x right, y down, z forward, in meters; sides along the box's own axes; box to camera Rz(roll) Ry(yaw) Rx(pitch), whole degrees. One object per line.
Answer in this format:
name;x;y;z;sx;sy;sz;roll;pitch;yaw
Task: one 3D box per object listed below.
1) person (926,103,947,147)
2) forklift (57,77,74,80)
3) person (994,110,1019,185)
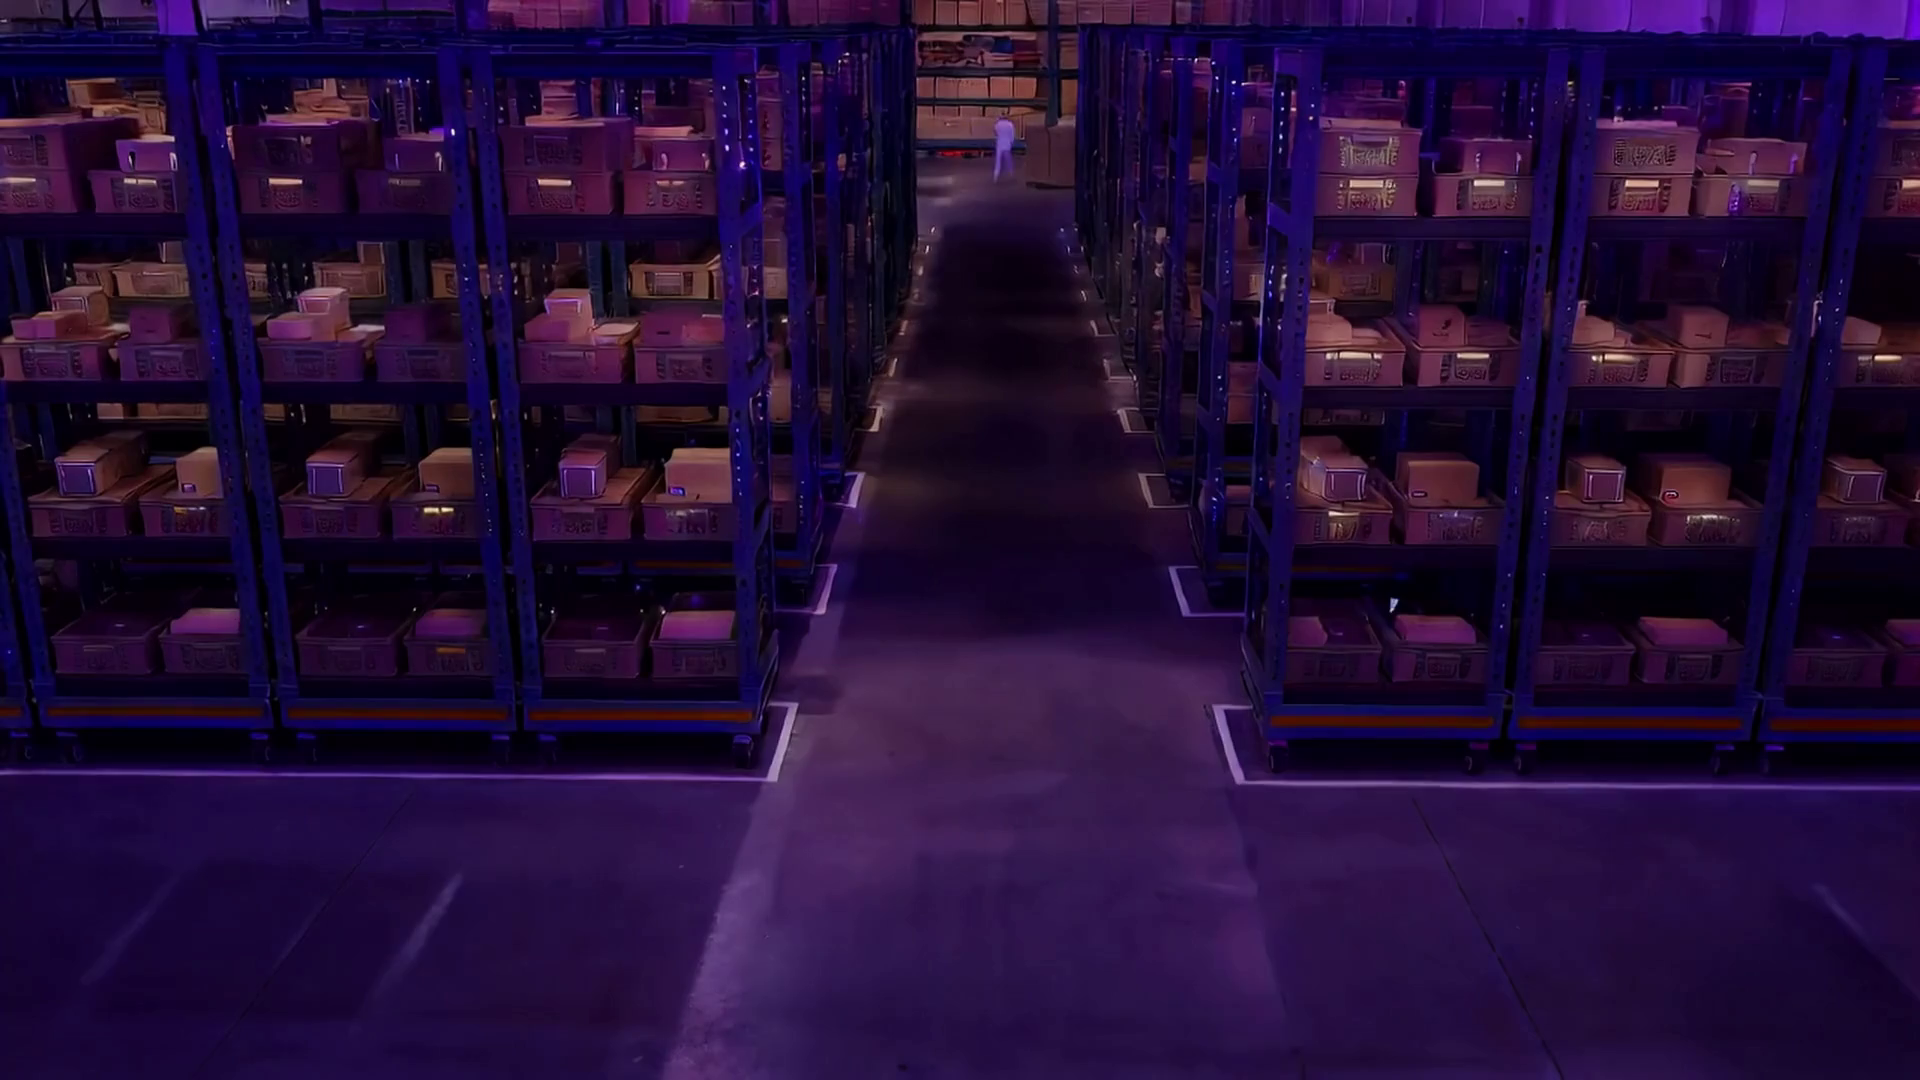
person;-0.745;-12.390;48.767;0.747;1.882;0.650;3;18;8
forklift;-26.728;-13.293;50.003;1.873;2.768;1.129;0;17;1
person;1.061;-9.151;38.748;0.570;1.694;0.928;10;20;29
